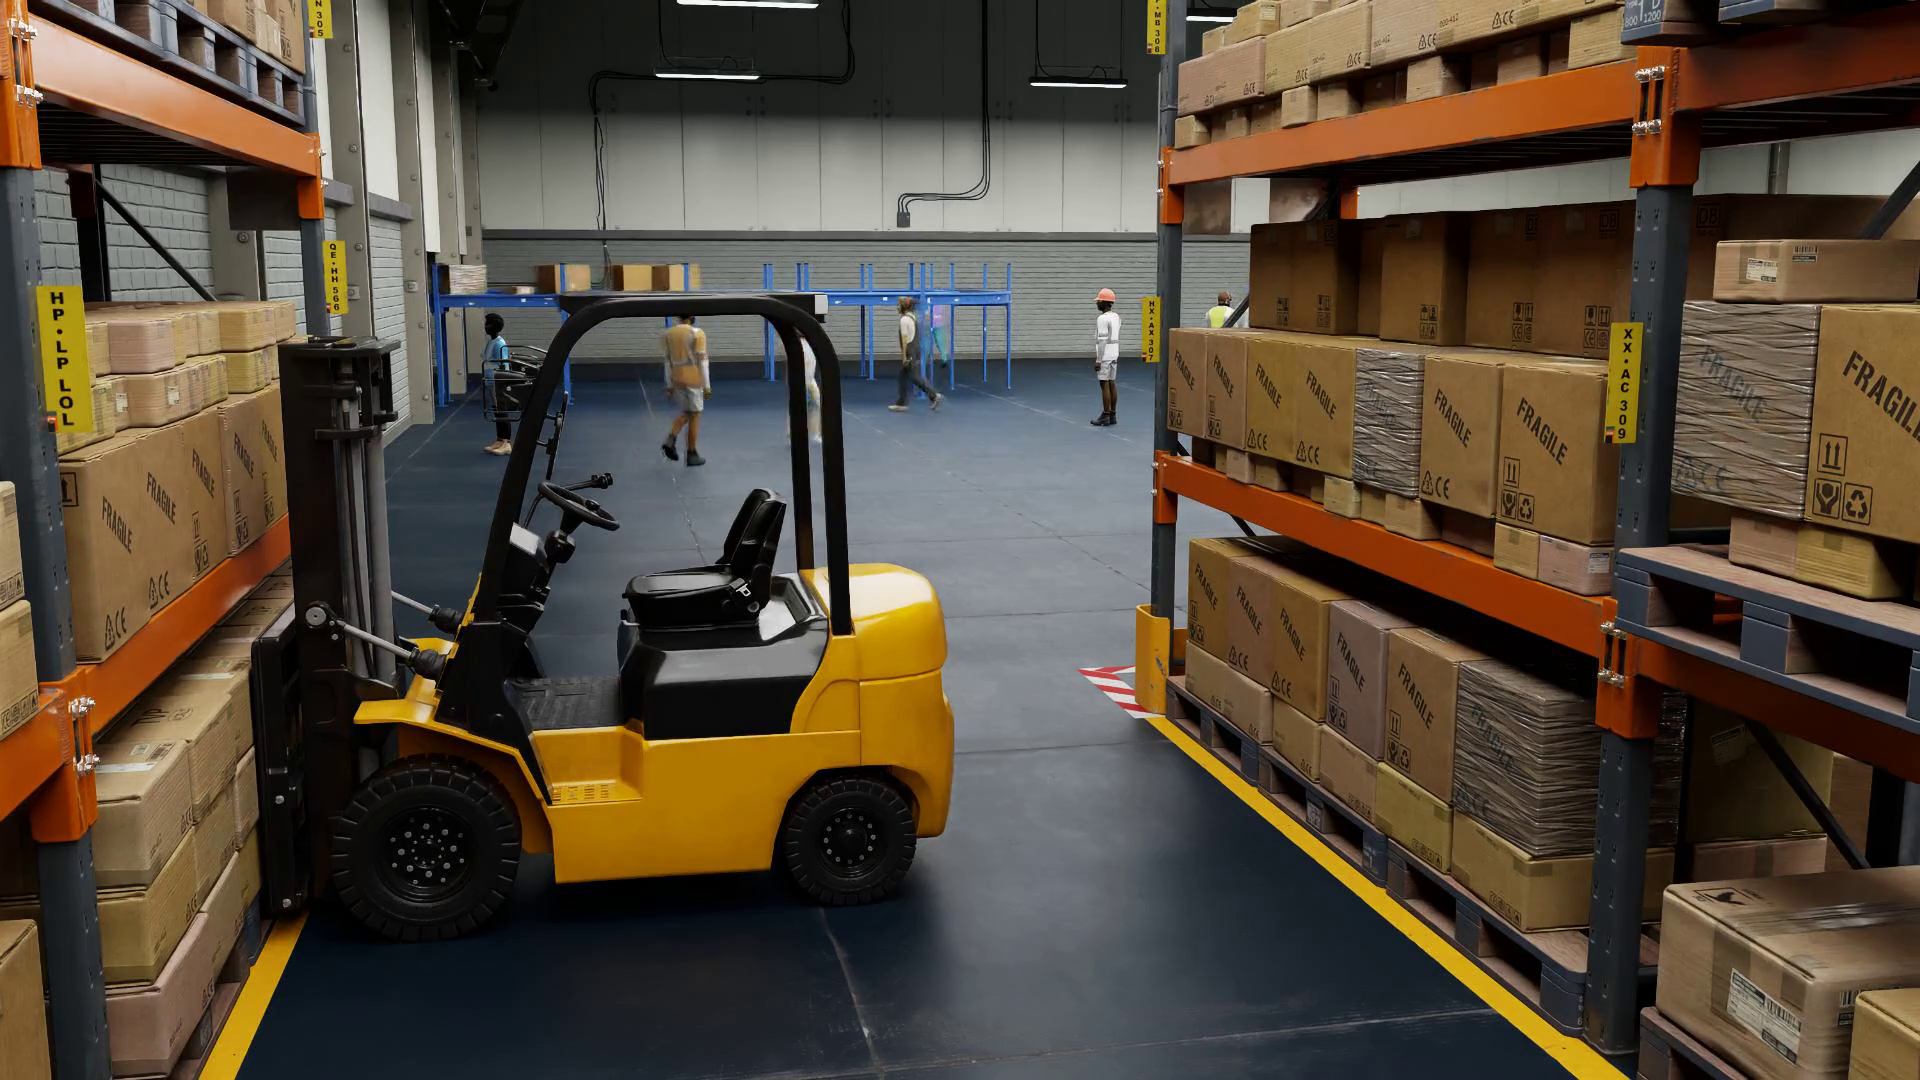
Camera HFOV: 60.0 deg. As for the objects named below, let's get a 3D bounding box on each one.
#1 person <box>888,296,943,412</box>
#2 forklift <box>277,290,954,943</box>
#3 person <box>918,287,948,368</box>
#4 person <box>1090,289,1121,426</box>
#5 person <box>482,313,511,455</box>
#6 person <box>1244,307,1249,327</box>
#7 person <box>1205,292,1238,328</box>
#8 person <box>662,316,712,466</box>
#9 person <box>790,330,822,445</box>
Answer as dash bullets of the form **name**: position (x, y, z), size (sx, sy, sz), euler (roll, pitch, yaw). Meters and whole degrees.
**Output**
- **person**: position (-0.693, -2.899, 25.951), size (0.863, 1.816, 0.523), euler (3, 10, 16)
- **forklift**: position (-1.179, 0.175, 6.143), size (2.313, 2.155, 1.214), euler (-2, 10, -12)
- **person**: position (-0.611, -4.817, 37.652), size (0.591, 1.806, 0.965), euler (-7, 11, -35)
- **person**: position (2.086, -2.621, 23.825), size (0.343, 1.942, 0.548), euler (5, 11, 29)
- **person**: position (-5.599, -1.887, 20.087), size (0.318, 1.700, 0.536), euler (-5, 11, -30)
- **person**: position (5.731, -3.944, 32.074), size (0.632, 1.896, 1.046), euler (-3, 10, -17)
- **person**: position (4.415, -3.232, 27.869), size (0.624, 1.840, 0.429), euler (9, 13, 43)
- **person**: position (-3.100, -1.798, 18.866), size (0.552, 1.922, 0.474), euler (6, 11, 34)
- **person**: position (-1.899, -1.982, 20.943), size (0.584, 1.612, 0.511), euler (3, 10, 19)
